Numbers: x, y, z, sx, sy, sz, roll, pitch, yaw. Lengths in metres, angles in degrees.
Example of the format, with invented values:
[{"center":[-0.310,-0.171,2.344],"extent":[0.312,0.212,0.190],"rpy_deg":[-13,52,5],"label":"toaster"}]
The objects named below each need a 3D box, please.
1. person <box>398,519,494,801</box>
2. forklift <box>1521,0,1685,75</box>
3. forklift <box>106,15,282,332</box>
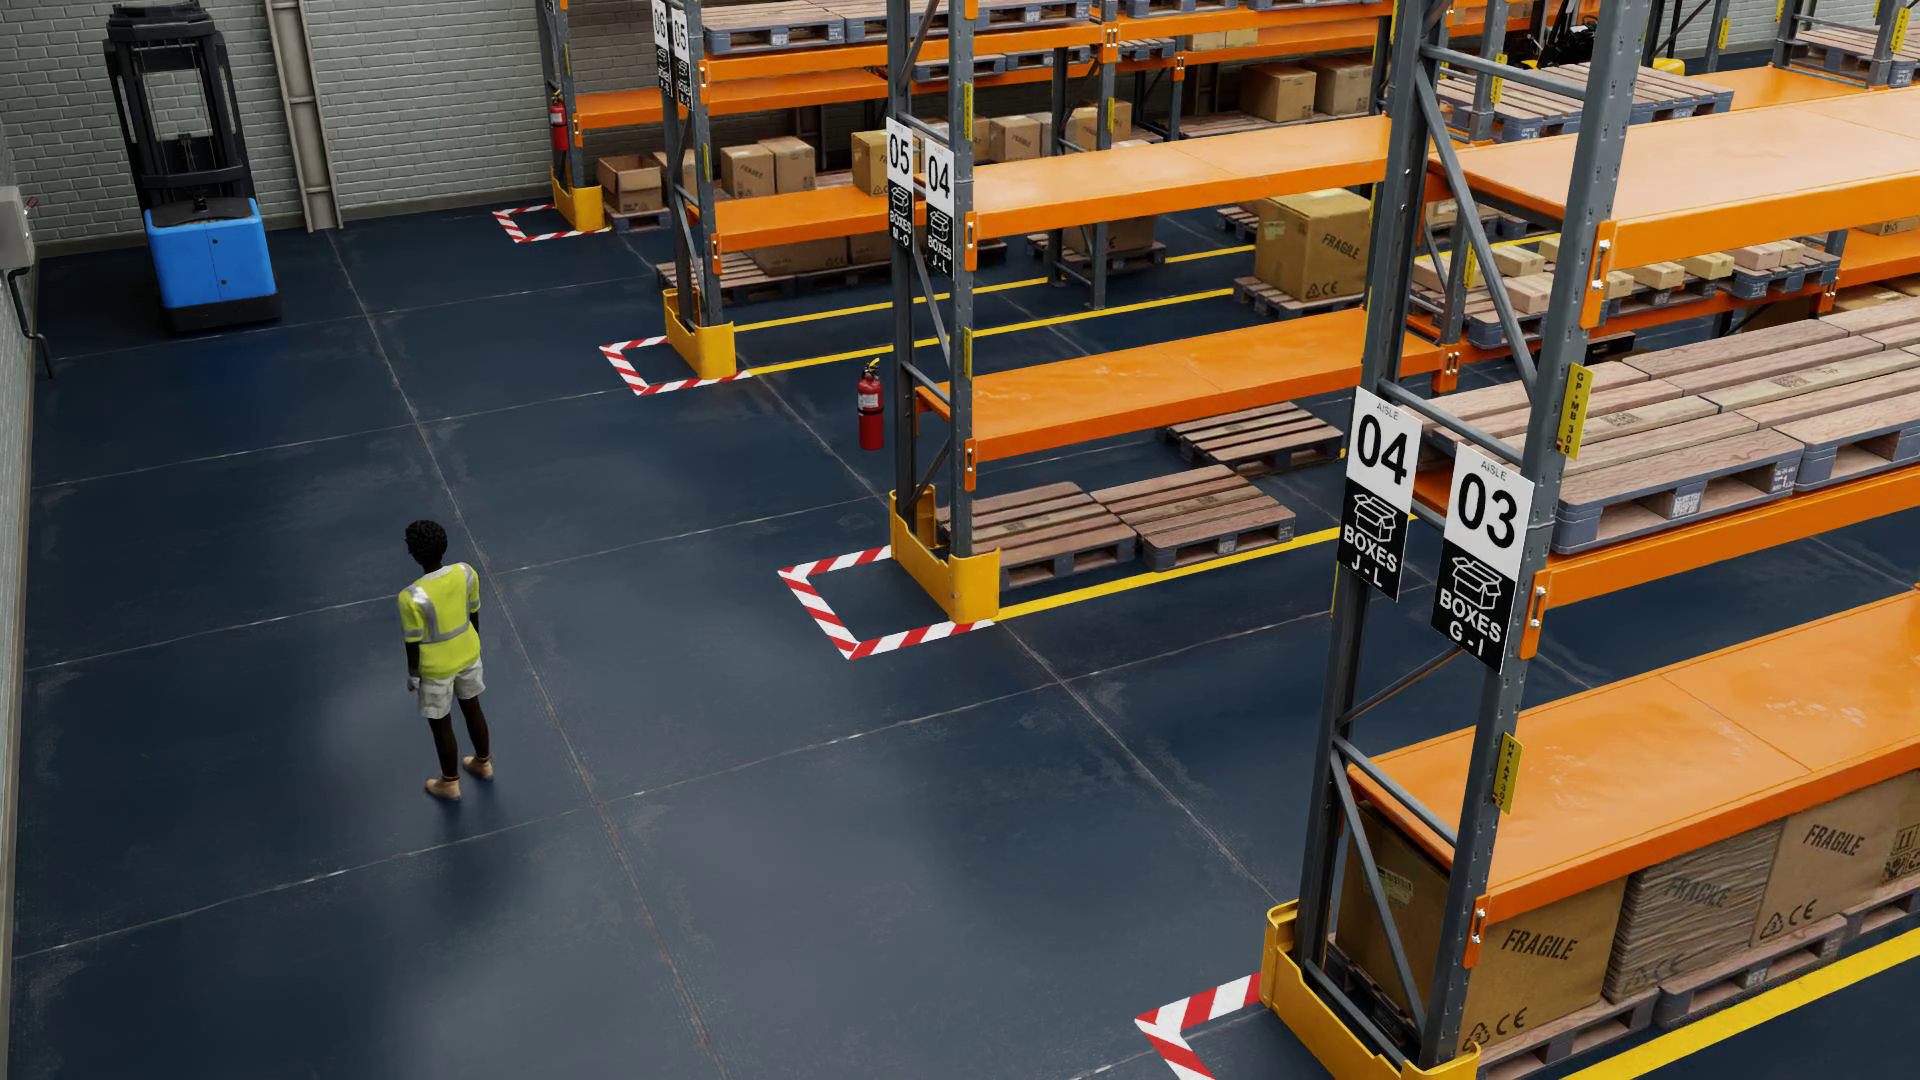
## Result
[{"center":[-2.863,0.666,9.287],"extent":[0.319,1.687,0.537],"rpy_deg":[15,31,27],"label":"person"},{"center":[8.950,-6.807,23.056],"extent":[1.214,2.155,2.313],"rpy_deg":[-12,30,-22],"label":"forklift"},{"center":[-7.548,-3.672,16.323],"extent":[1.129,2.768,1.873],"rpy_deg":[-12,30,-22],"label":"forklift"}]
